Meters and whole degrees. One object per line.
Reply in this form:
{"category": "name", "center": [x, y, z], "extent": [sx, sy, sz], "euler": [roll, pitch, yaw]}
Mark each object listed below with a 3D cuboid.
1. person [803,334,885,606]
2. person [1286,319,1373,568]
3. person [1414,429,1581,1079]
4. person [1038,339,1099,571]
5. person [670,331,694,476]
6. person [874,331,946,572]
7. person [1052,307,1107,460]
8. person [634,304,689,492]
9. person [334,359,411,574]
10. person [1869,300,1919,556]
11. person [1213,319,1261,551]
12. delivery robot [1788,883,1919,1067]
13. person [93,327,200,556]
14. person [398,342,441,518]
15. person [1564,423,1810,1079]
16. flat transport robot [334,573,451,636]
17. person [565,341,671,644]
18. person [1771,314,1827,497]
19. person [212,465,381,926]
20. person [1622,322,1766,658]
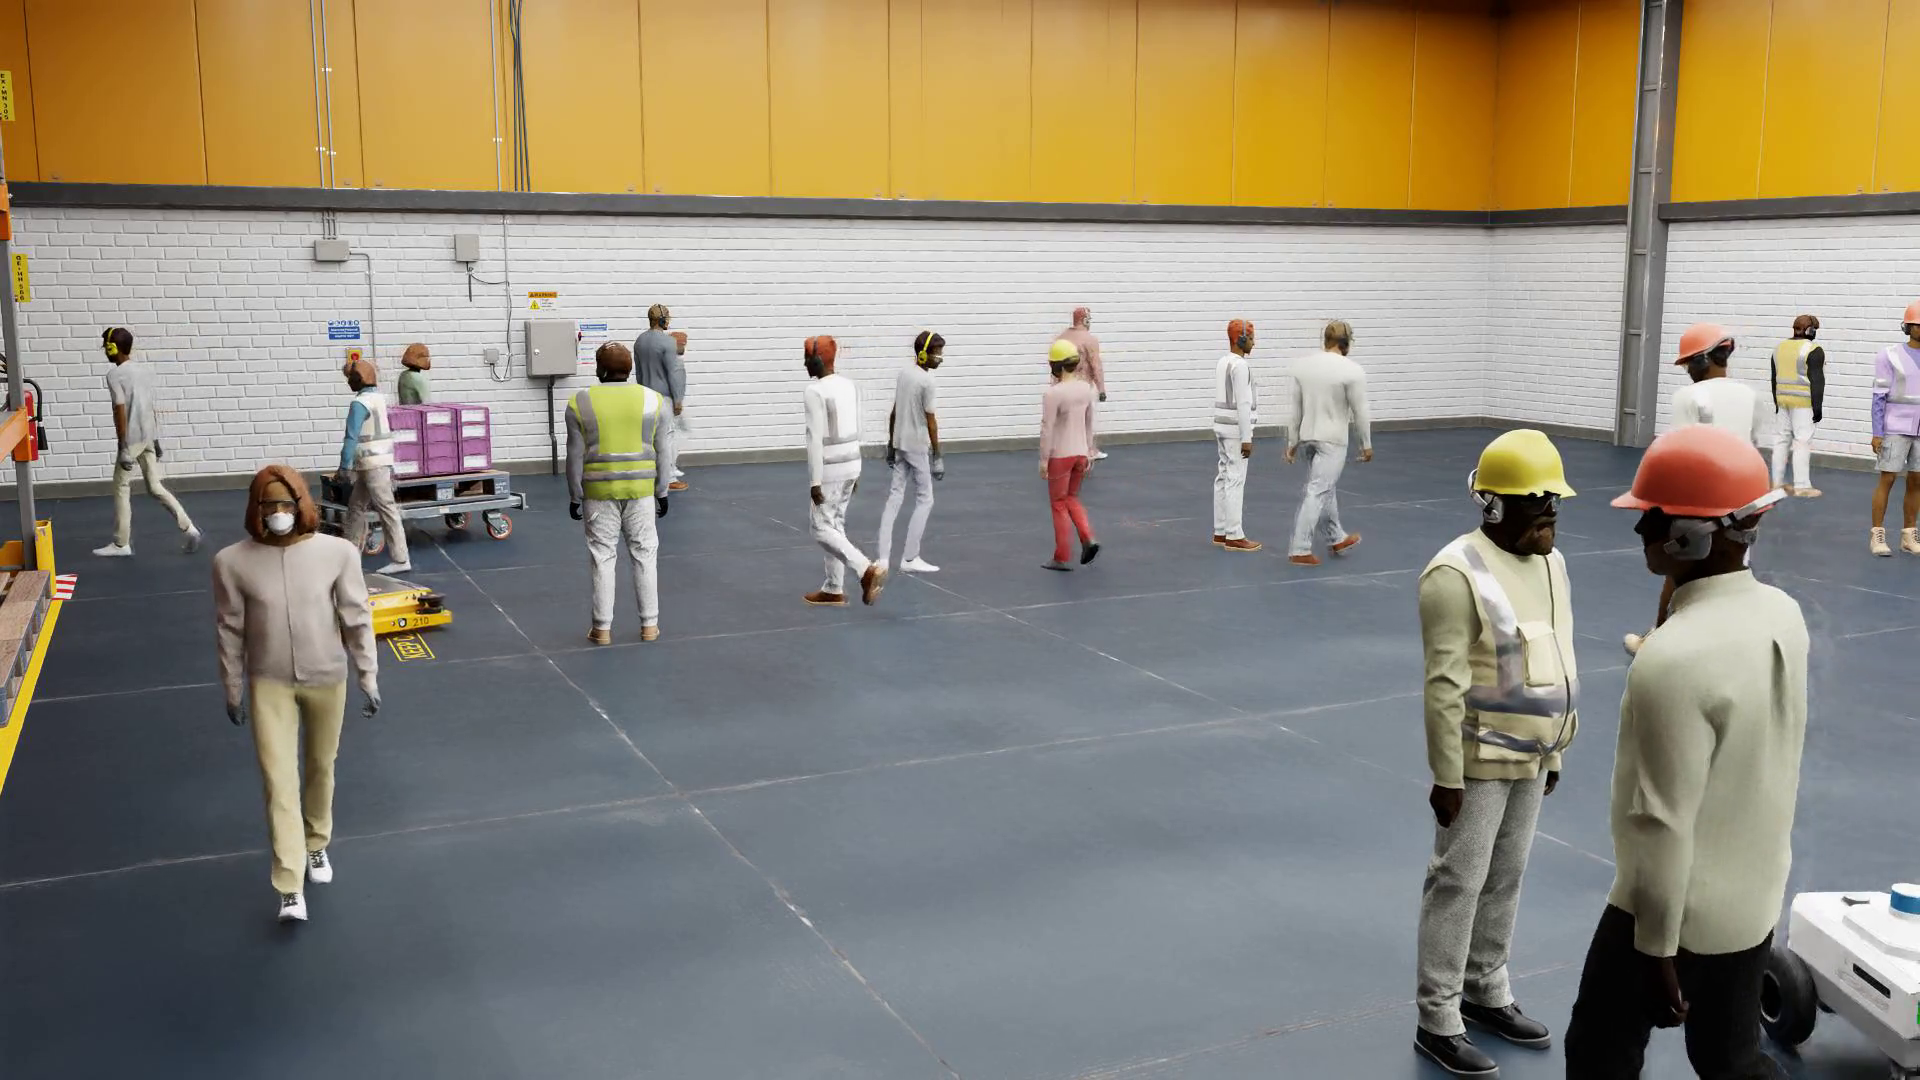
{"category": "person", "center": [-0.778, -0.440, 11.069], "extent": [0.649, 1.862, 0.614], "euler": [5, 10, 29]}
{"category": "person", "center": [2.909, -0.743, 12.843], "extent": [0.992, 1.891, 0.633], "euler": [-6, 11, -32]}
{"category": "person", "center": [1.536, 0.596, 4.730], "extent": [0.597, 1.831, 0.403], "euler": [-8, 12, -41]}
{"category": "person", "center": [0.791, -0.631, 12.553], "extent": [0.543, 1.755, 0.382], "euler": [-9, 13, -44]}
{"category": "person", "center": [-3.138, -1.488, 18.306], "extent": [0.332, 1.612, 0.526], "euler": [-7, 12, -39]}
{"category": "person", "center": [-0.400, -0.653, 12.524], "extent": [0.488, 1.833, 0.607], "euler": [-7, 11, -36]}
{"category": "person", "center": [1.399, -1.824, 19.696], "extent": [1.003, 1.862, 0.665], "euler": [-7, 11, -36]}
{"category": "person", "center": [-3.099, -1.465, 17.194], "extent": [0.631, 1.940, 0.372], "euler": [8, 12, 40]}
{"category": "person", "center": [-4.499, -0.536, 12.428], "extent": [0.777, 1.602, 0.532], "euler": [-1, 9, -7]}
{"category": "person", "center": [7.567, -0.879, 13.231], "extent": [0.605, 2.045, 0.376], "euler": [0, 9, 1]}
{"category": "person", "center": [2.254, -0.855, 13.573], "extent": [0.356, 1.885, 0.572], "euler": [-2, 9, -10]}
{"category": "delivery robot", "center": [2.631, 1.203, 4.630], "extent": [0.477, 0.478, 0.707], "euler": [0, 9, -1]}
{"category": "person", "center": [-6.512, -0.775, 13.233], "extent": [0.797, 1.837, 0.558], "euler": [1, 9, 8]}
{"category": "person", "center": [-4.962, -1.000, 15.264], "extent": [0.353, 1.620, 0.530], "euler": [-9, 13, -43]}
{"category": "person", "center": [1.598, 0.743, 3.437], "extent": [0.619, 1.966, 0.853], "euler": [-7, 12, -38]}
{"category": "flat transport robot", "center": [-3.951, 0.391, 10.826], "extent": [0.652, 0.197, 1.431], "euler": [-9, 13, -43]}
{"category": "person", "center": [-2.083, -0.284, 10.155], "extent": [0.633, 1.846, 0.429], "euler": [-3, 10, -20]}
{"category": "person", "center": [8.502, -1.359, 16.843], "extent": [0.429, 1.841, 0.621], "euler": [-3, 10, -16]}
{"category": "person", "center": [-2.337, 0.528, 5.889], "extent": [0.518, 1.586, 0.847], "euler": [-4, 10, -24]}
{"category": "person", "center": [4.105, -0.205, 9.243], "extent": [0.628, 1.973, 0.979], "euler": [-3, 9, -15]}
